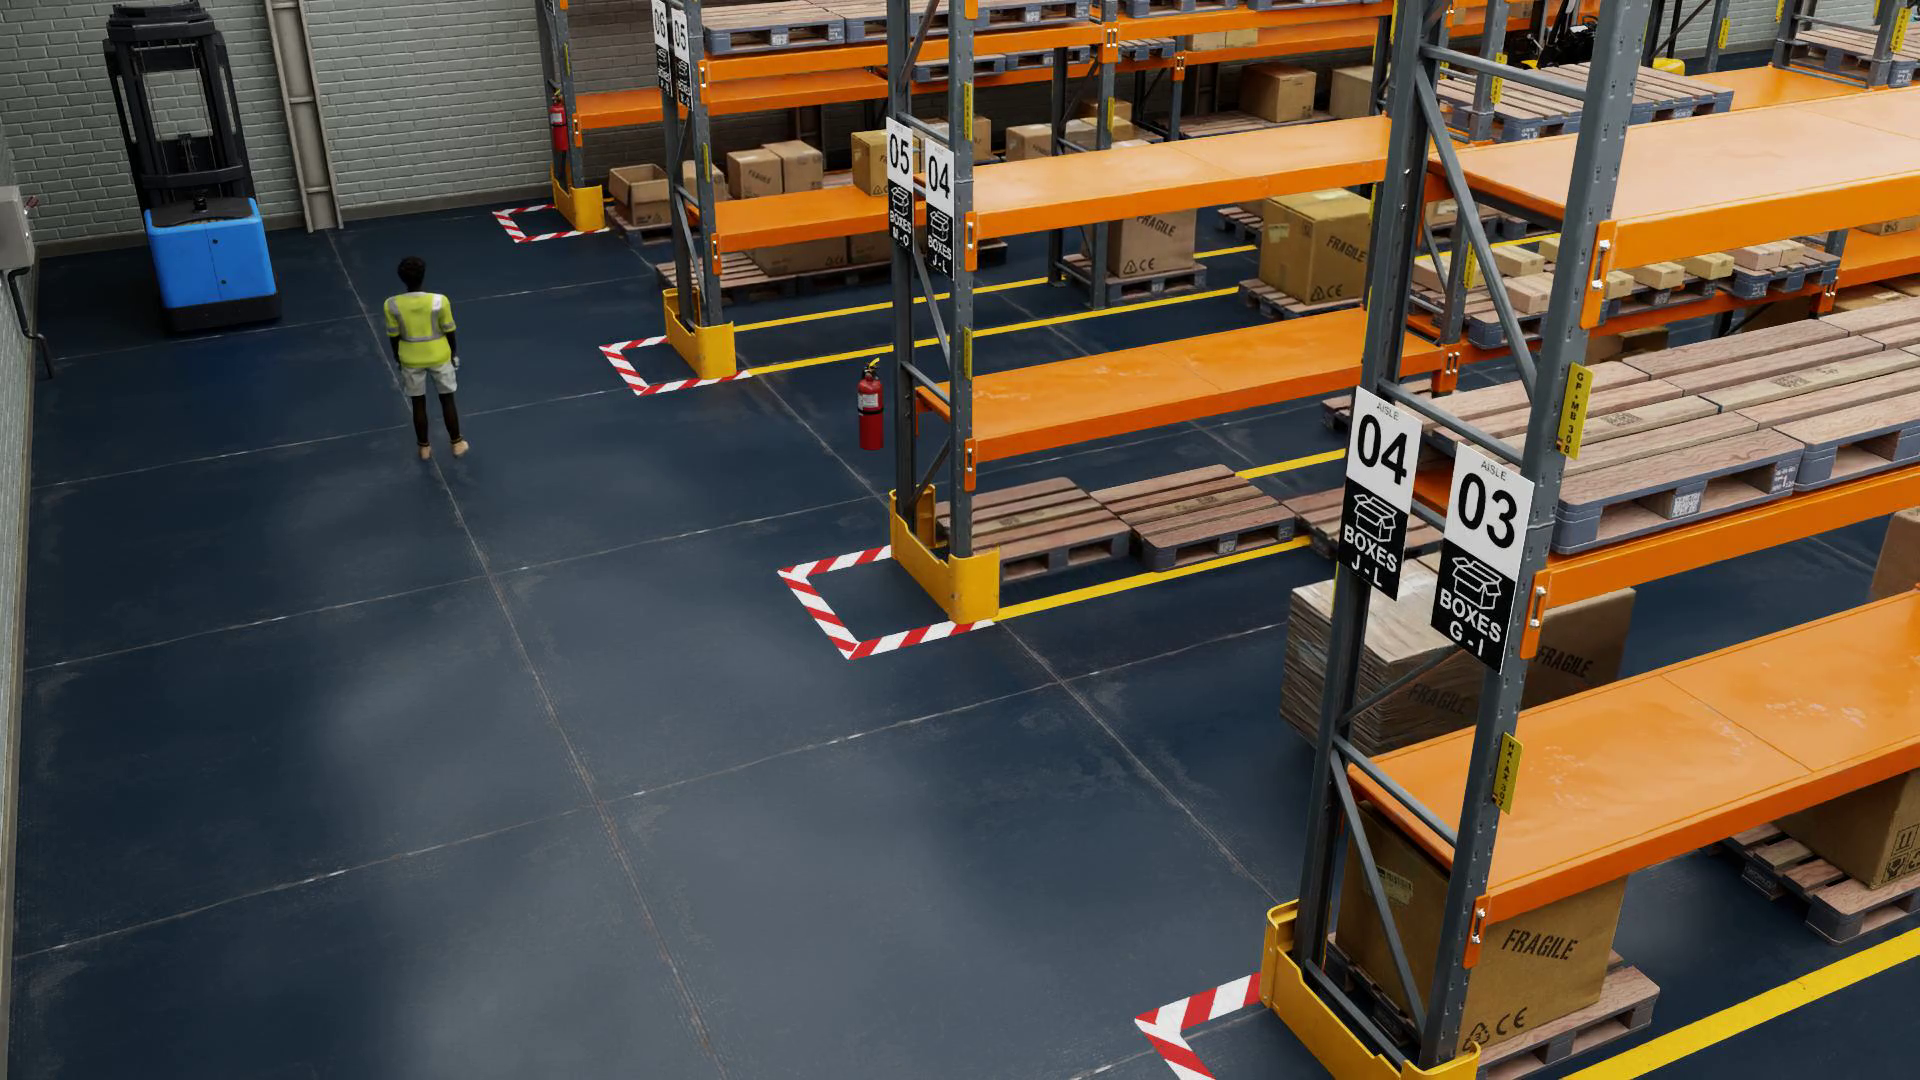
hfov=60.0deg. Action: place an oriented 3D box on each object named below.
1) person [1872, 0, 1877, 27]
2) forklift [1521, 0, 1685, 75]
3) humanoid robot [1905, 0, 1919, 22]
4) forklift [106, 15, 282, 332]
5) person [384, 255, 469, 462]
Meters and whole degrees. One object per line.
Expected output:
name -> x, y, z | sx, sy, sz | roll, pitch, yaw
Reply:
person -> 15.140, -8.753, 27.097 | 0.448, 1.913, 0.632 | 18, 33, 31
forklift -> 8.950, -6.807, 23.056 | 1.214, 2.155, 2.313 | -12, 30, -22
humanoid robot -> 15.306, -8.394, 26.598 | 0.694, 1.798, 0.530 | -17, 32, -30
forklift -> -7.548, -3.672, 16.323 | 1.129, 2.768, 1.873 | -12, 30, -22
person -> -4.274, -1.445, 13.317 | 0.539, 1.695, 0.317 | -5, 28, -10
